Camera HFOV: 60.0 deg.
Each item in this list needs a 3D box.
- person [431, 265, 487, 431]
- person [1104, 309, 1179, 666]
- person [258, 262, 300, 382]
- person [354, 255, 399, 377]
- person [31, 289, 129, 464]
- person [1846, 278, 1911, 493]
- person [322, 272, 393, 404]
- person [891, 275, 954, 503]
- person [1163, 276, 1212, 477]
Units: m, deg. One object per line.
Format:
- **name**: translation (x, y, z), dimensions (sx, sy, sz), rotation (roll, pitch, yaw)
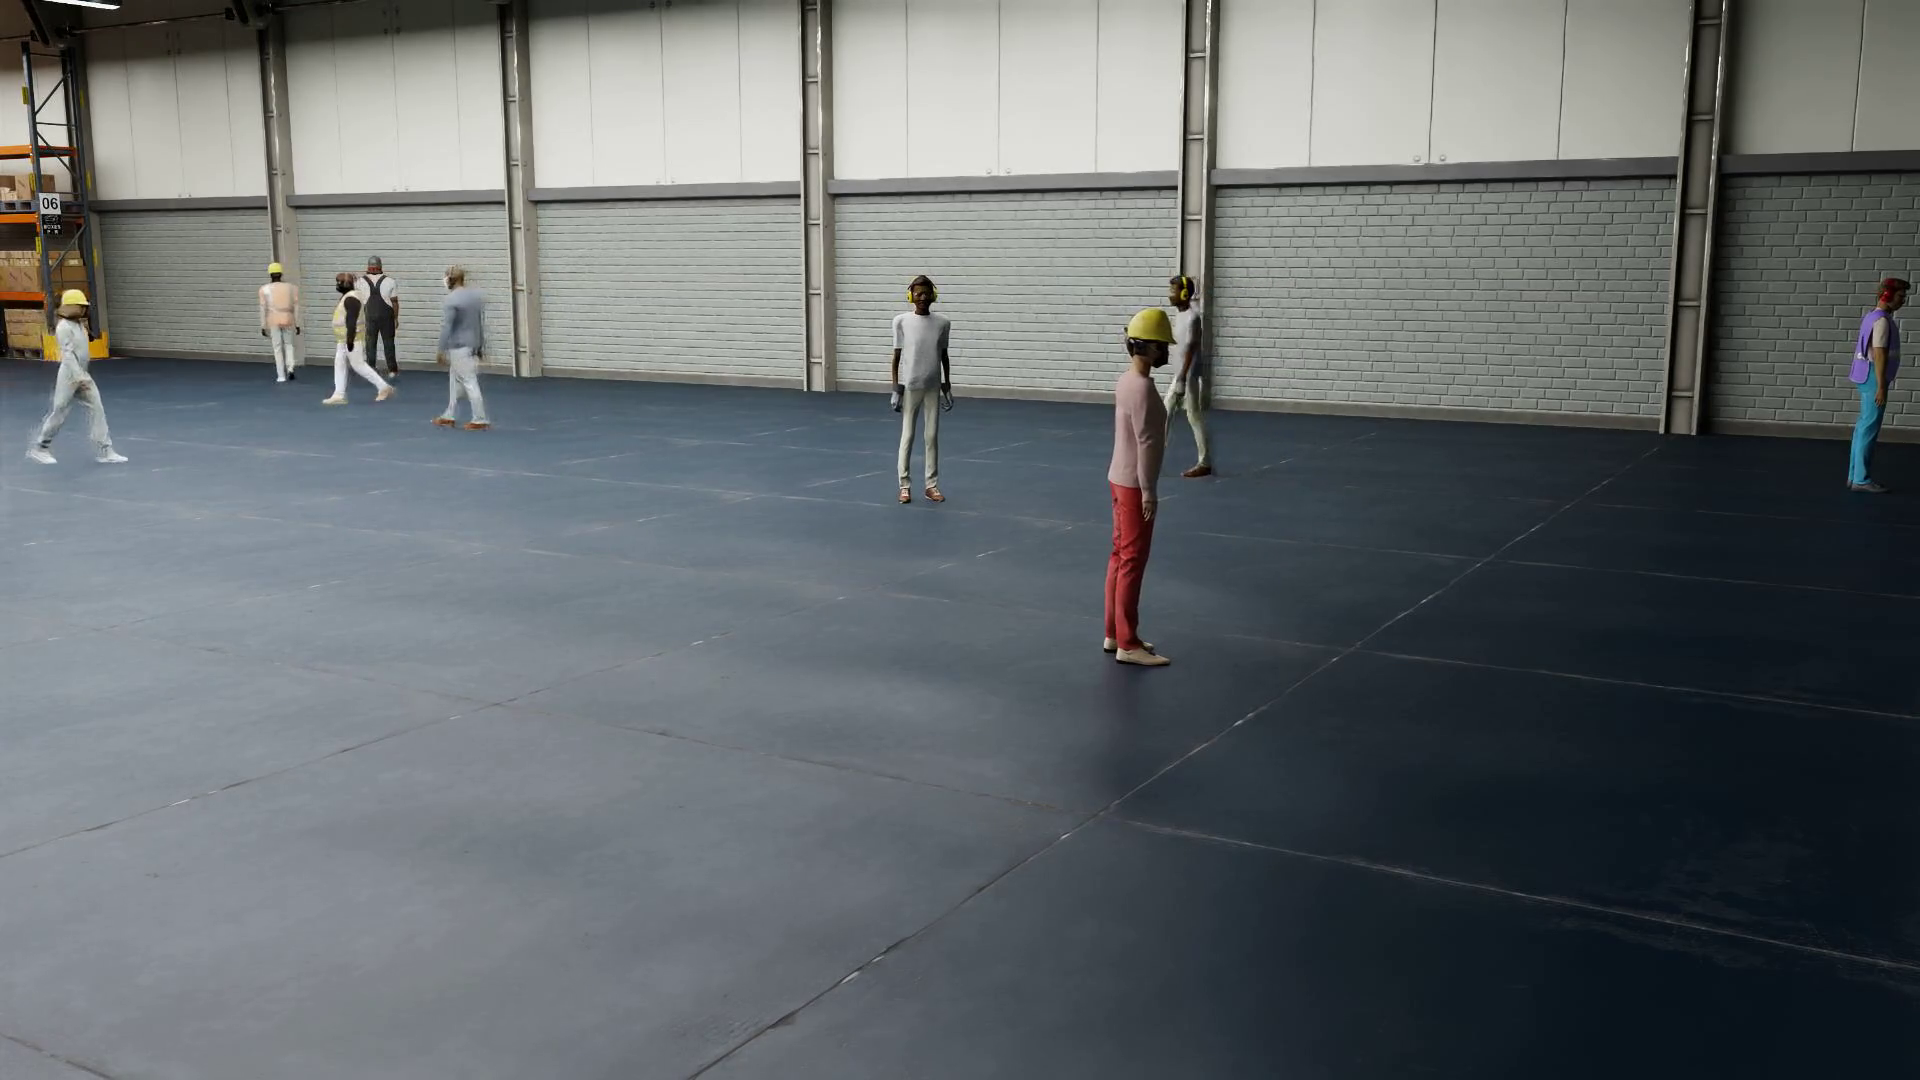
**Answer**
- **person**: translation (-5.879, -2.204, 19.222), dimensions (0.885, 1.906, 0.662), rotation (2, 10, 12)
- **person**: translation (0.907, -0.264, 8.299), dimensions (0.330, 1.764, 0.528), rotation (-1, 10, -5)
- **person**: translation (-10.931, -3.487, 26.705), dimensions (0.609, 1.914, 0.416), rotation (-7, 12, -35)
- **person**: translation (-9.702, -3.723, 27.736), dimensions (0.682, 2.000, 0.537), rotation (-2, 10, -13)
- **person**: translation (-8.671, -1.585, 16.201), dimensions (0.863, 1.705, 0.489), rotation (0, 10, 2)
- **person**: translation (7.878, -1.329, 14.314), dimensions (0.398, 1.835, 0.568), rotation (4, 10, 22)
- **person**: translation (-8.280, -2.757, 22.767), dimensions (0.864, 1.814, 0.632), rotation (-5, 11, -27)
- **person**: translation (-0.308, -1.236, 13.682), dimensions (0.534, 1.868, 0.309), rotation (-3, 10, -16)
- **person**: translation (1.920, -1.470, 15.127), dimensions (0.895, 1.835, 0.564), rotation (-1, 10, -8)
